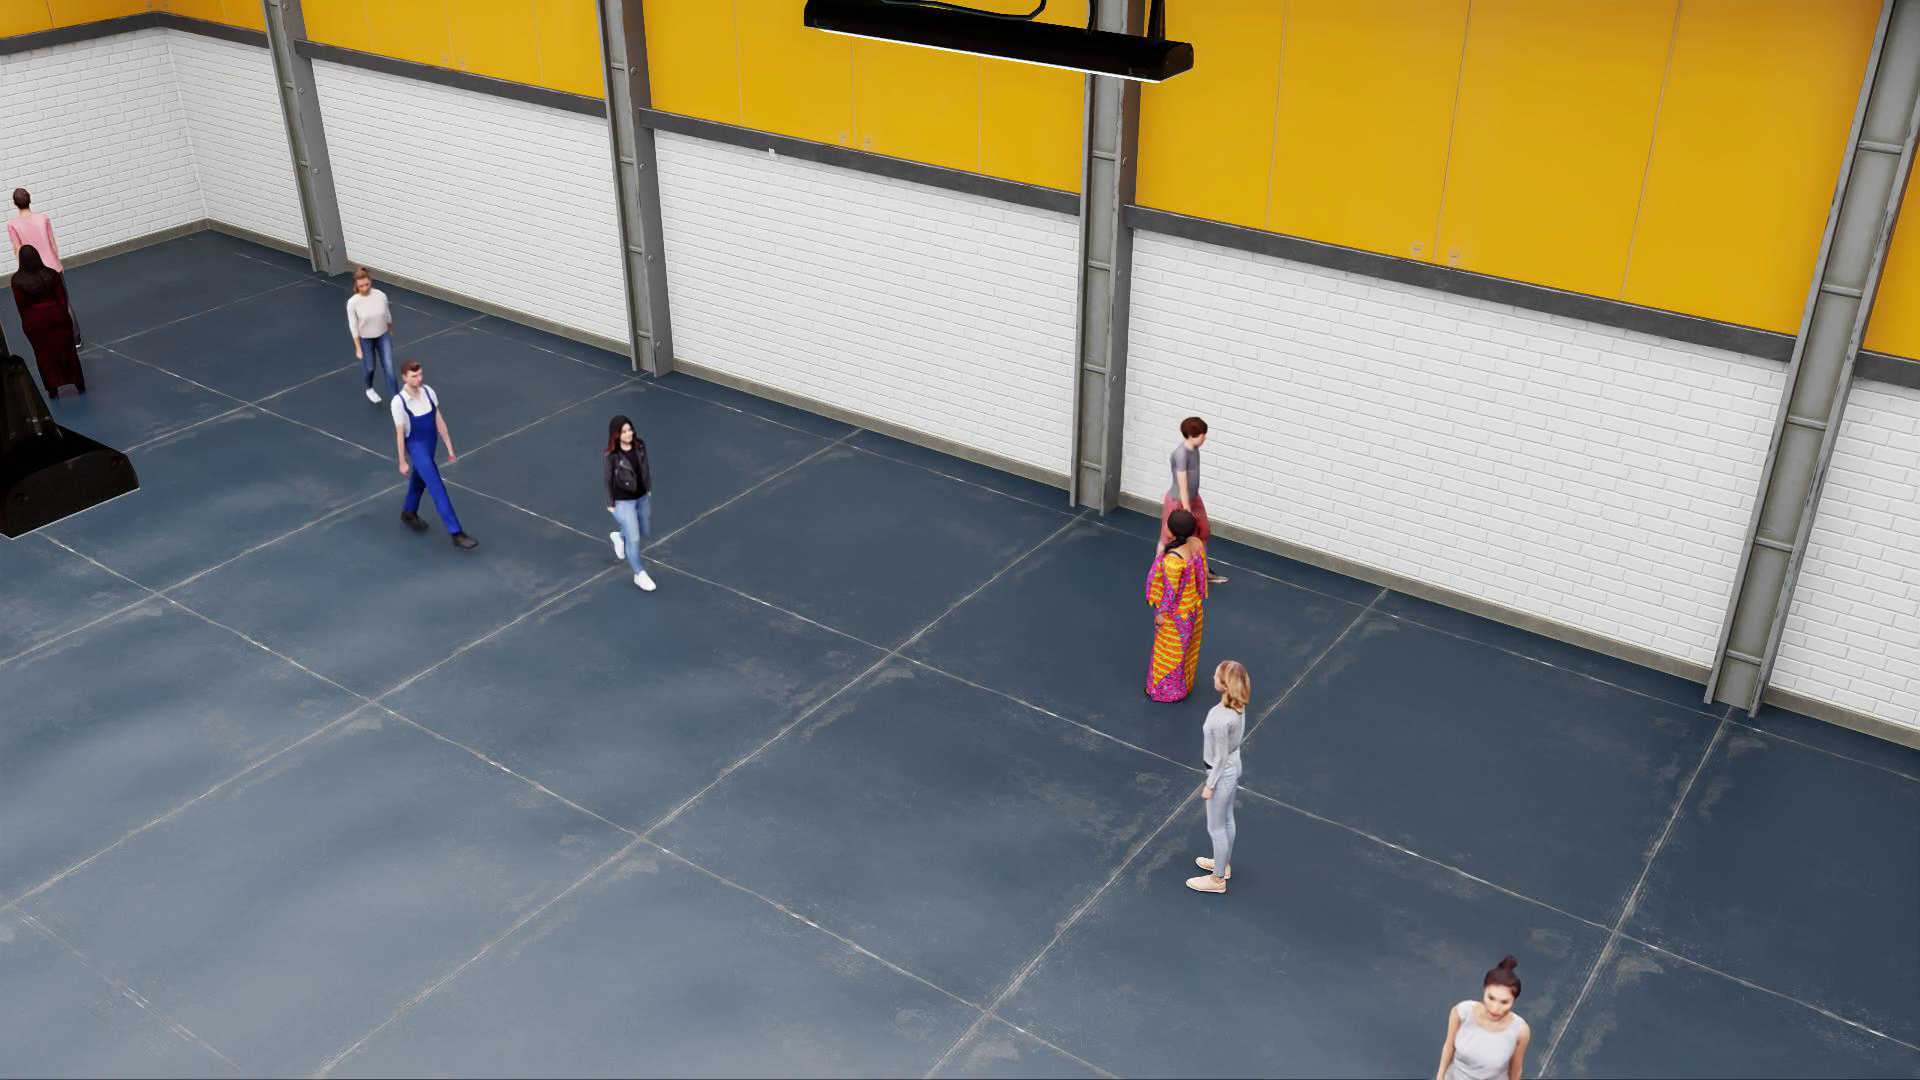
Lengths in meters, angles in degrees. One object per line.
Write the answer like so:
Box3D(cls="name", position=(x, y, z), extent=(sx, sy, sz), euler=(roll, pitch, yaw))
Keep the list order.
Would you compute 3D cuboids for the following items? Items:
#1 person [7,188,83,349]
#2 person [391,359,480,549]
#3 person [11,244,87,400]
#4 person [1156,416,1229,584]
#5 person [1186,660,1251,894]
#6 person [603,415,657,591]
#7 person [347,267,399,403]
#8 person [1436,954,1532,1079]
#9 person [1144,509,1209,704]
Box3D(cls="person", position=(-10.796, -3.173, 19.569), extent=(0.686, 1.958, 0.637), euler=(-23, 36, -36))
Box3D(cls="person", position=(-5.043, -0.828, 15.439), extent=(1.285, 1.798, 0.696), euler=(16, 33, 27))
Box3D(cls="person", position=(-10.098, -2.418, 18.395), extent=(0.741, 1.758, 0.714), euler=(-19, 34, -31))
Box3D(cls="person", position=(1.888, -0.343, 14.726), extent=(0.892, 1.628, 0.605), euler=(17, 33, 28))
Box3D(cls="person", position=(1.743, 1.565, 11.053), extent=(0.573, 1.796, 0.629), euler=(12, 31, 20))
Box3D(cls="person", position=(-2.971, -0.362, 14.774), extent=(0.949, 1.615, 0.705), euler=(24, 37, 37))
Box3D(cls="person", position=(-6.377, -2.167, 18.029), extent=(0.955, 1.666, 1.258), euler=(-18, 33, -30))
Box3D(cls="person", position=(2.765, 2.861, 8.891), extent=(0.839, 1.591, 0.706), euler=(13, 31, 23))
Box3D(cls="person", position=(1.690, 0.478, 13.160), extent=(0.663, 1.686, 0.656), euler=(16, 32, 26))
